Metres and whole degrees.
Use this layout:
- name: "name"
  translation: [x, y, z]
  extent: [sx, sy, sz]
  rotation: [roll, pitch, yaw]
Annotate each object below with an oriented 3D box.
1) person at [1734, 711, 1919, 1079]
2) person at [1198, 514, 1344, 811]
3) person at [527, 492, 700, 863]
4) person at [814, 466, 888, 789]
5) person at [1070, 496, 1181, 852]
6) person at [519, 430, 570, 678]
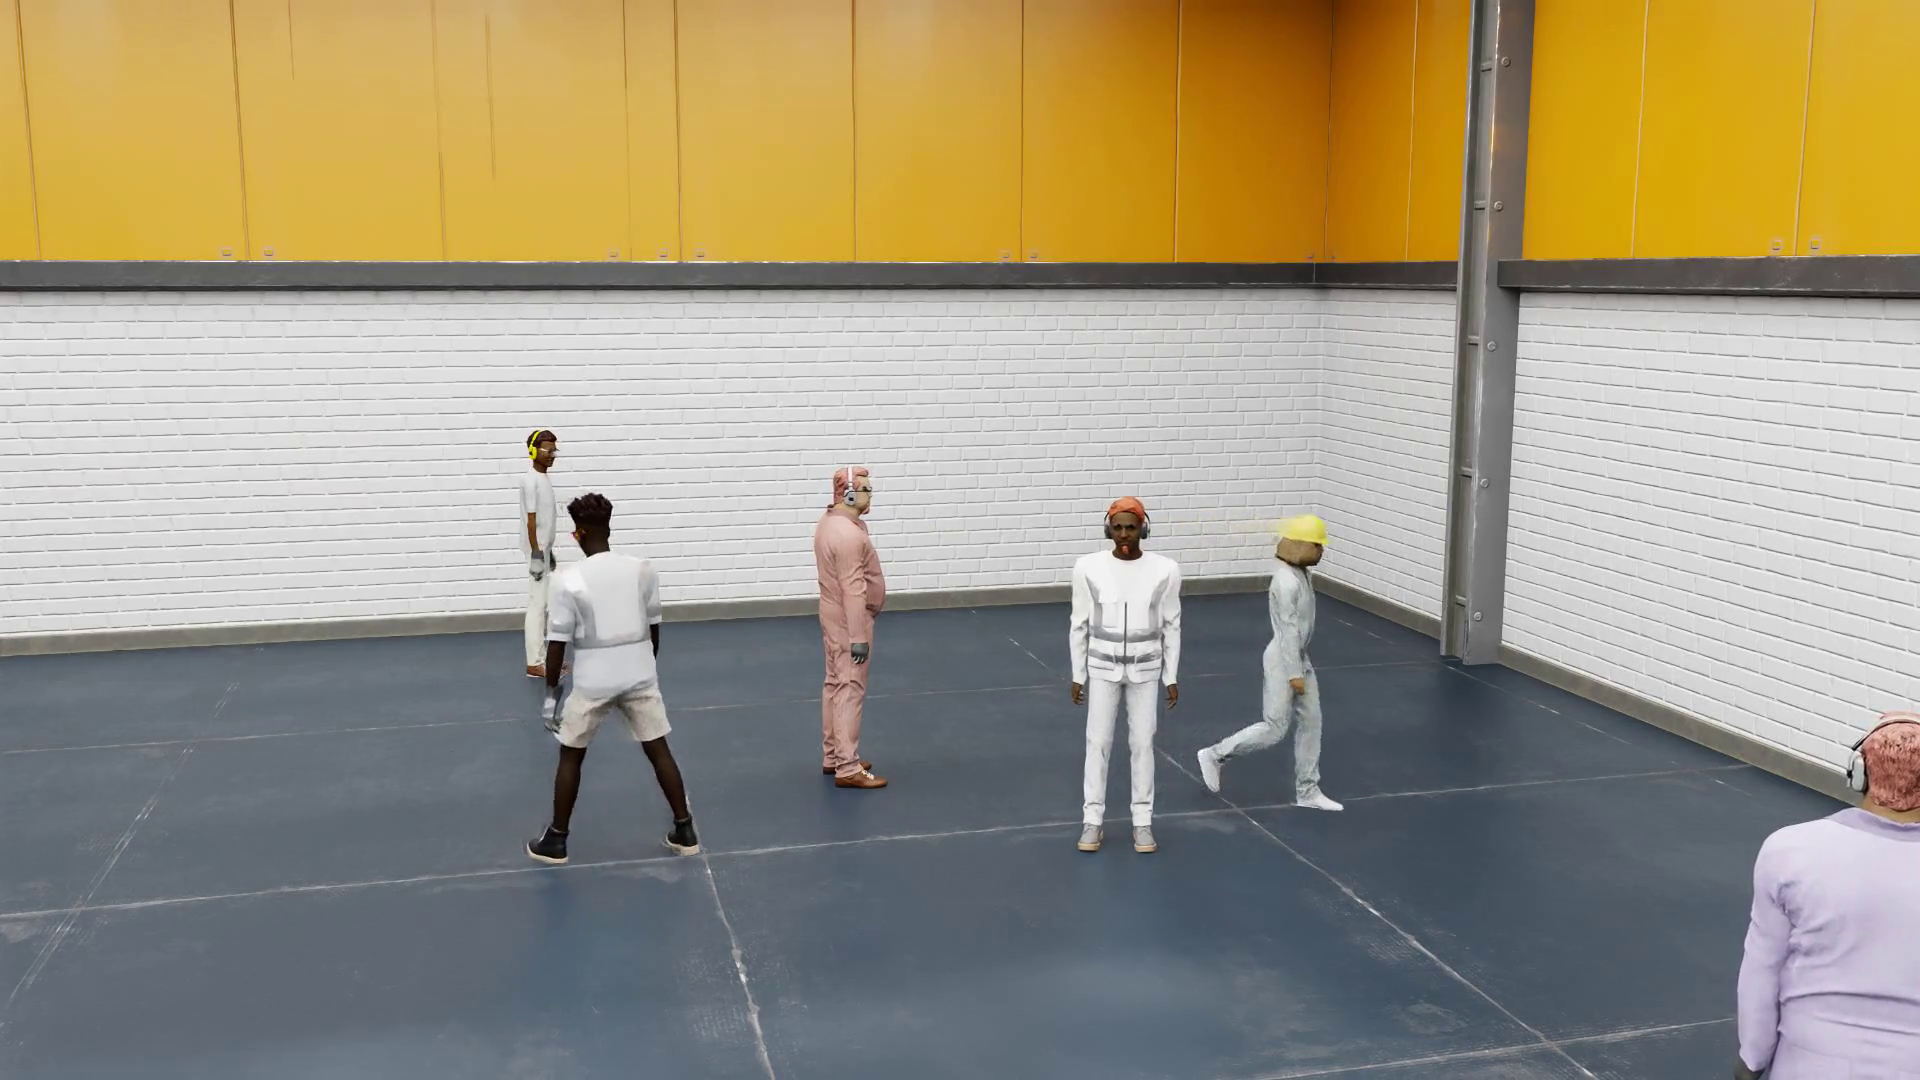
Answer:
- name: "person"
  translation: [2.407, 1.389, 4.411]
  extent: [0.646, 1.901, 0.401]
  rotation: [4, 10, 23]
- name: "person"
  translation: [1.774, 0.685, 9.385]
  extent: [0.729, 1.705, 0.471]
  rotation: [5, 10, 28]
- name: "person"
  translation: [-1.843, 0.718, 8.585]
  extent: [0.798, 1.912, 0.559]
  rotation: [-6, 11, -32]
- name: "person"
  translation: [-0.638, 0.508, 9.869]
  extent: [0.405, 1.906, 0.653]
  rotation: [-3, 9, -16]
- name: "person"
  translation: [0.863, 0.705, 8.714]
  extent: [0.576, 1.881, 0.354]
  rotation: [1, 9, 6]
- name: "person"
  translation: [-3.149, 0.099, 12.555]
  extent: [0.333, 1.866, 0.515]
  rotation: [-1, 9, -4]
